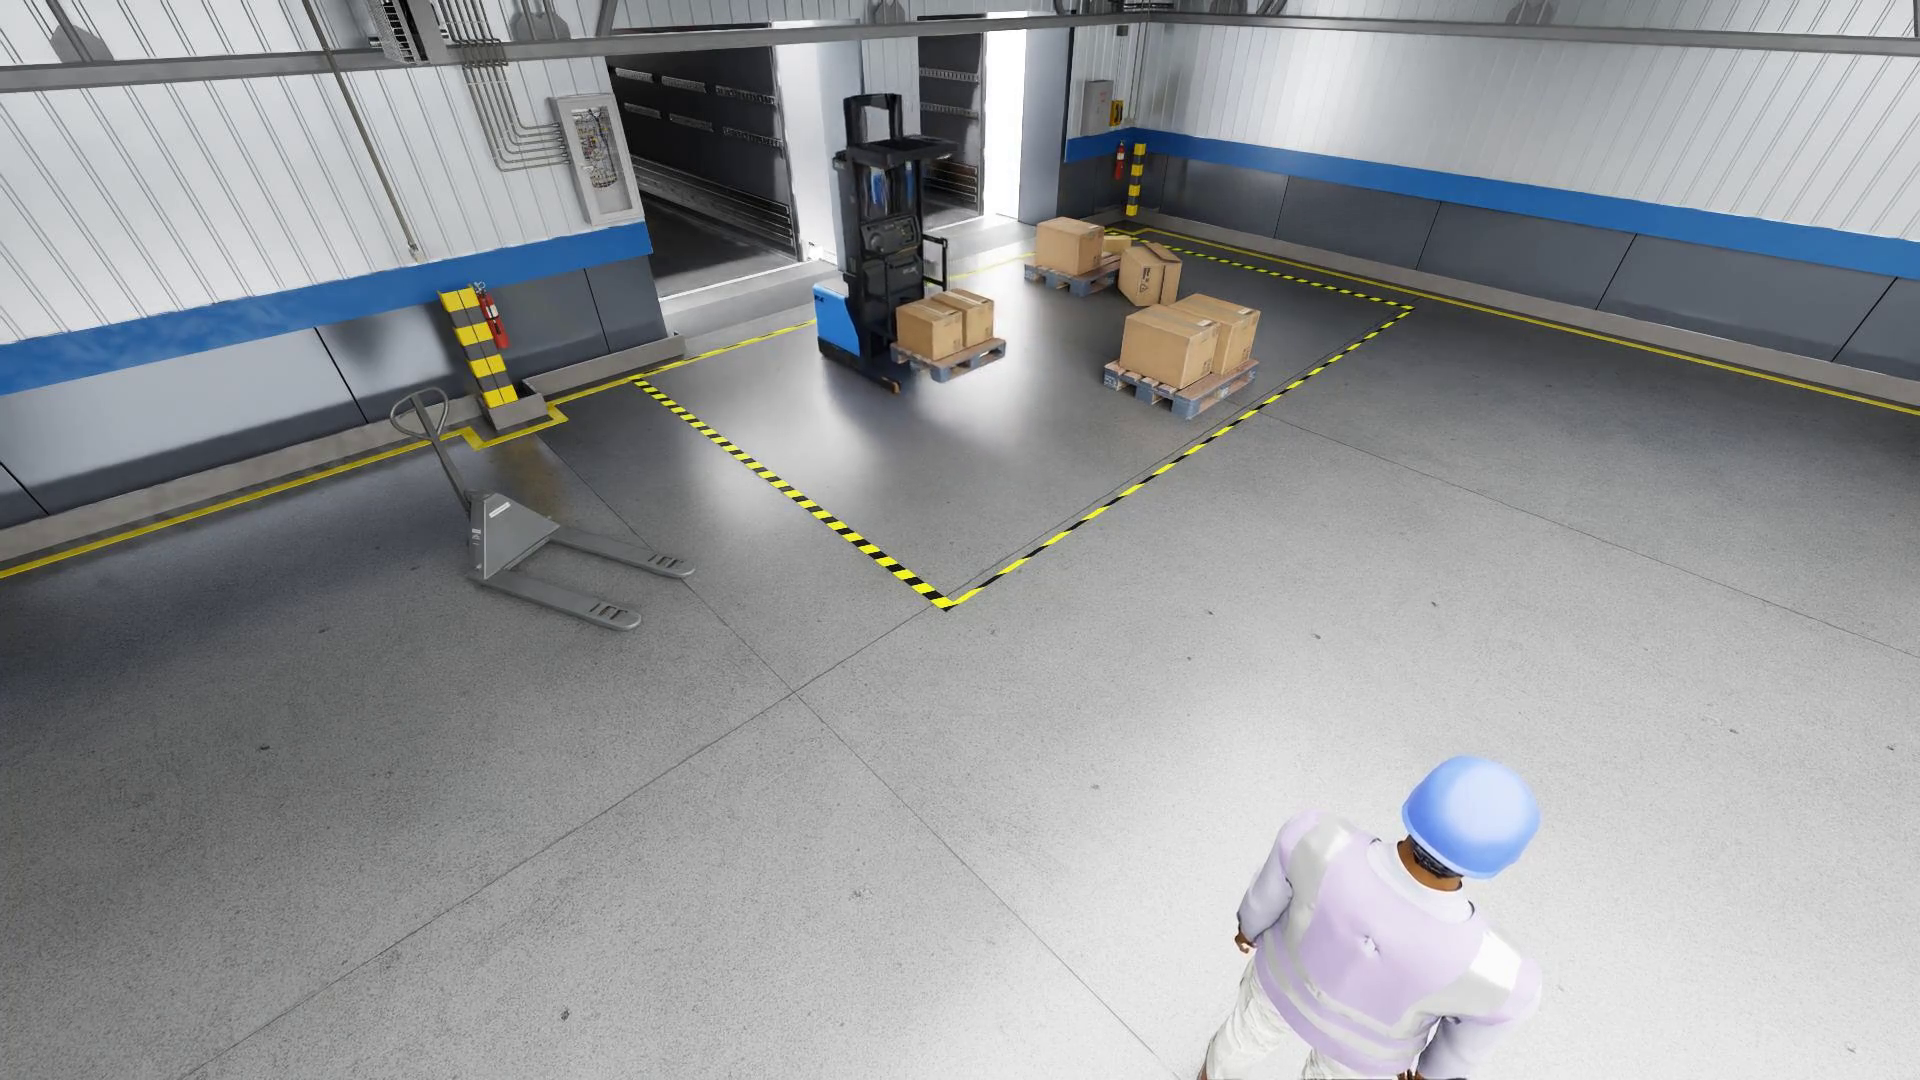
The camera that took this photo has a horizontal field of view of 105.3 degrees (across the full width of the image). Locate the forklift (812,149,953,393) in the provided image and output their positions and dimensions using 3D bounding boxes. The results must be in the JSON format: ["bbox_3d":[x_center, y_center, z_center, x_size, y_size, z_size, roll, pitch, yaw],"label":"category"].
[{"bbox_3d":[-0.946,-2.721,7.139,0.716,2.013,0.776,-31,47,-33],"label":"forklift"}]

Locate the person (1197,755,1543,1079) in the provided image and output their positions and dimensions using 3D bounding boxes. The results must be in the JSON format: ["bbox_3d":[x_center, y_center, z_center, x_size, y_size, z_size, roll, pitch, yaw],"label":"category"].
[{"bbox_3d":[1.063,1.261,2.061,0.387,1.946,0.613,-31,47,-34],"label":"person"}]

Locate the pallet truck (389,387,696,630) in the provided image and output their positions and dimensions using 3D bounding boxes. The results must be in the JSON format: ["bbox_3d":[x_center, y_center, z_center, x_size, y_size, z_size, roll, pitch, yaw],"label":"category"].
[{"bbox_3d":[-2.613,-0.247,4.593,1.601,1.201,0.680,14,40,17],"label":"pallet truck"}]
